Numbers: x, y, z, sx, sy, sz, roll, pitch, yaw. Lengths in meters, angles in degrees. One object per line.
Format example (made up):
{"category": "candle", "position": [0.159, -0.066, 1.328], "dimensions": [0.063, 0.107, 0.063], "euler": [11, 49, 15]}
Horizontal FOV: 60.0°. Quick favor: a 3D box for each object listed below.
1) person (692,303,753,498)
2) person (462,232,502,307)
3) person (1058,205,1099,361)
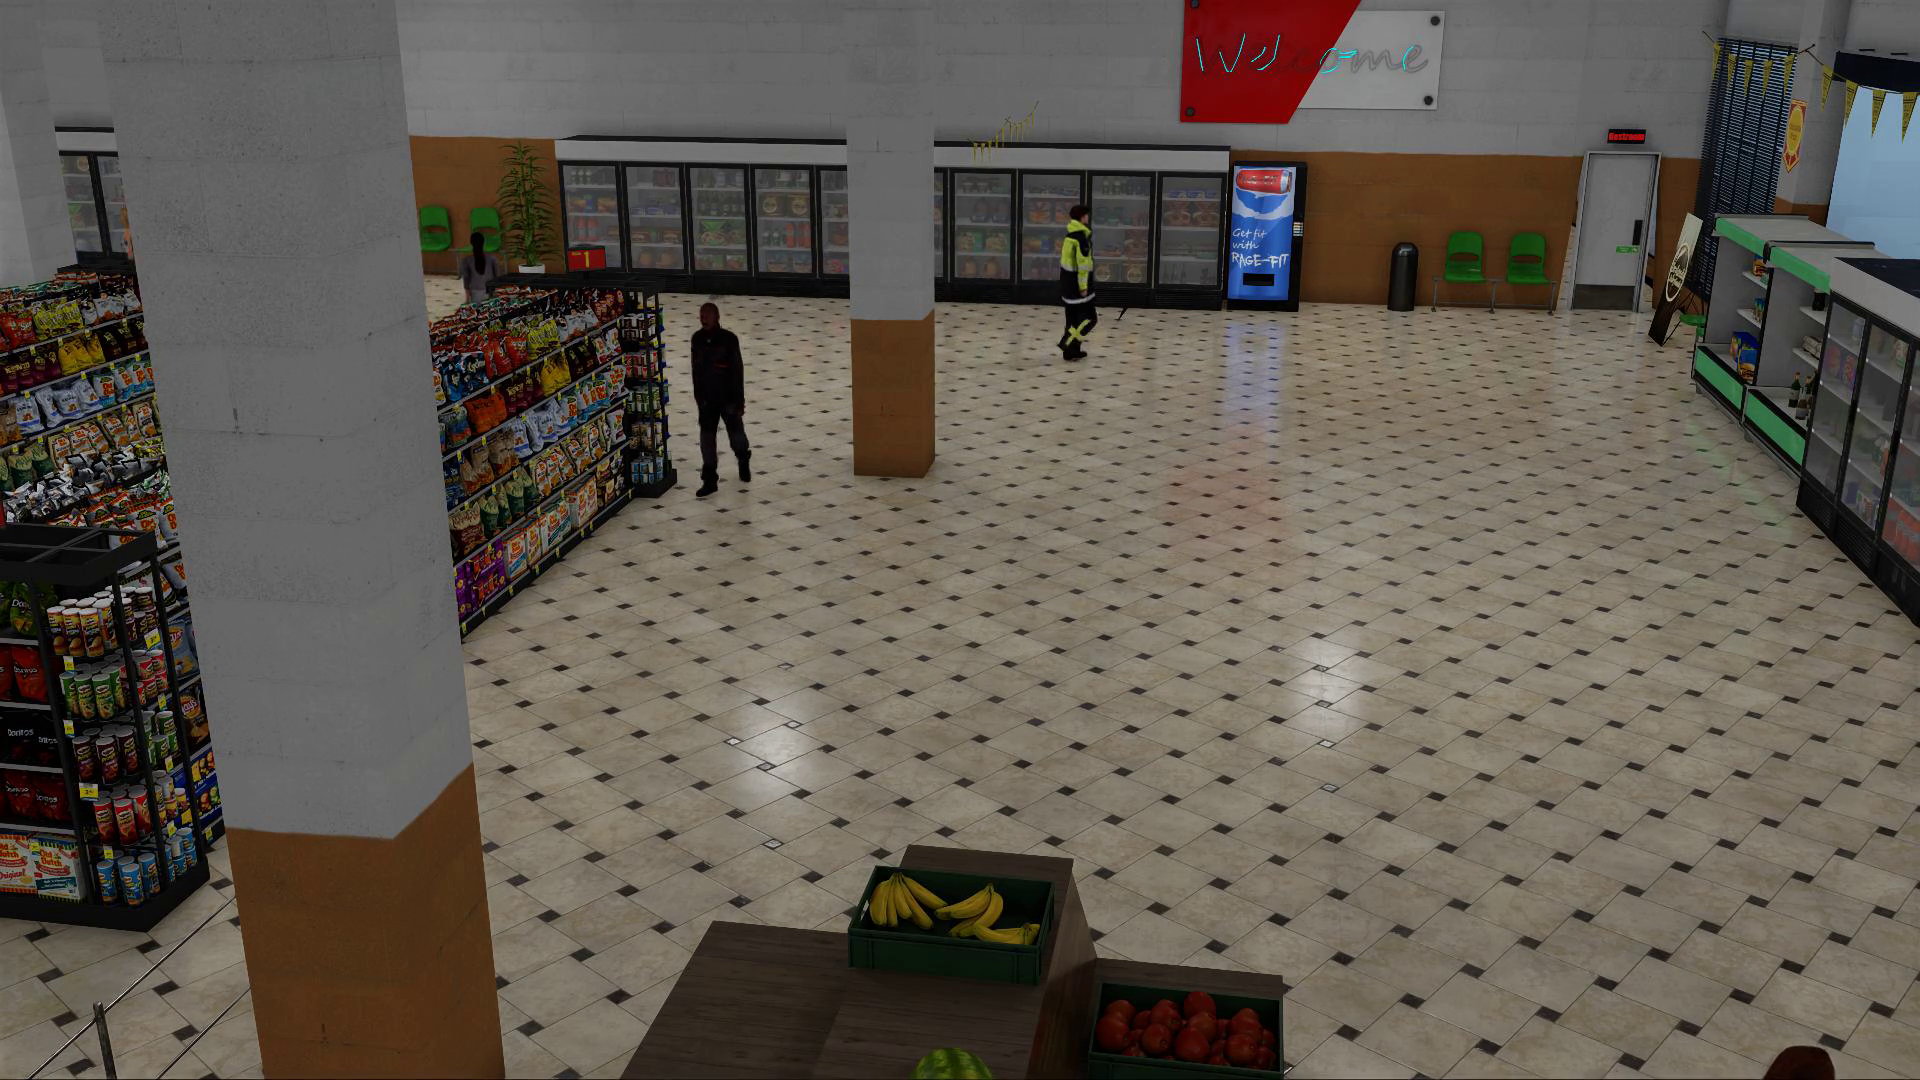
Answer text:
{"category": "person", "position": [-2.236, -1.379, 15.753], "dimensions": [0.769, 1.809, 1.214], "euler": [4, 19, 11]}
{"category": "person", "position": [-5.935, -2.979, 20.746], "dimensions": [0.757, 1.651, 1.077], "euler": [-1, 19, -4]}
{"category": "person", "position": [1.400, -3.225, 20.985], "dimensions": [0.964, 1.964, 0.847], "euler": [-5, 19, -14]}
